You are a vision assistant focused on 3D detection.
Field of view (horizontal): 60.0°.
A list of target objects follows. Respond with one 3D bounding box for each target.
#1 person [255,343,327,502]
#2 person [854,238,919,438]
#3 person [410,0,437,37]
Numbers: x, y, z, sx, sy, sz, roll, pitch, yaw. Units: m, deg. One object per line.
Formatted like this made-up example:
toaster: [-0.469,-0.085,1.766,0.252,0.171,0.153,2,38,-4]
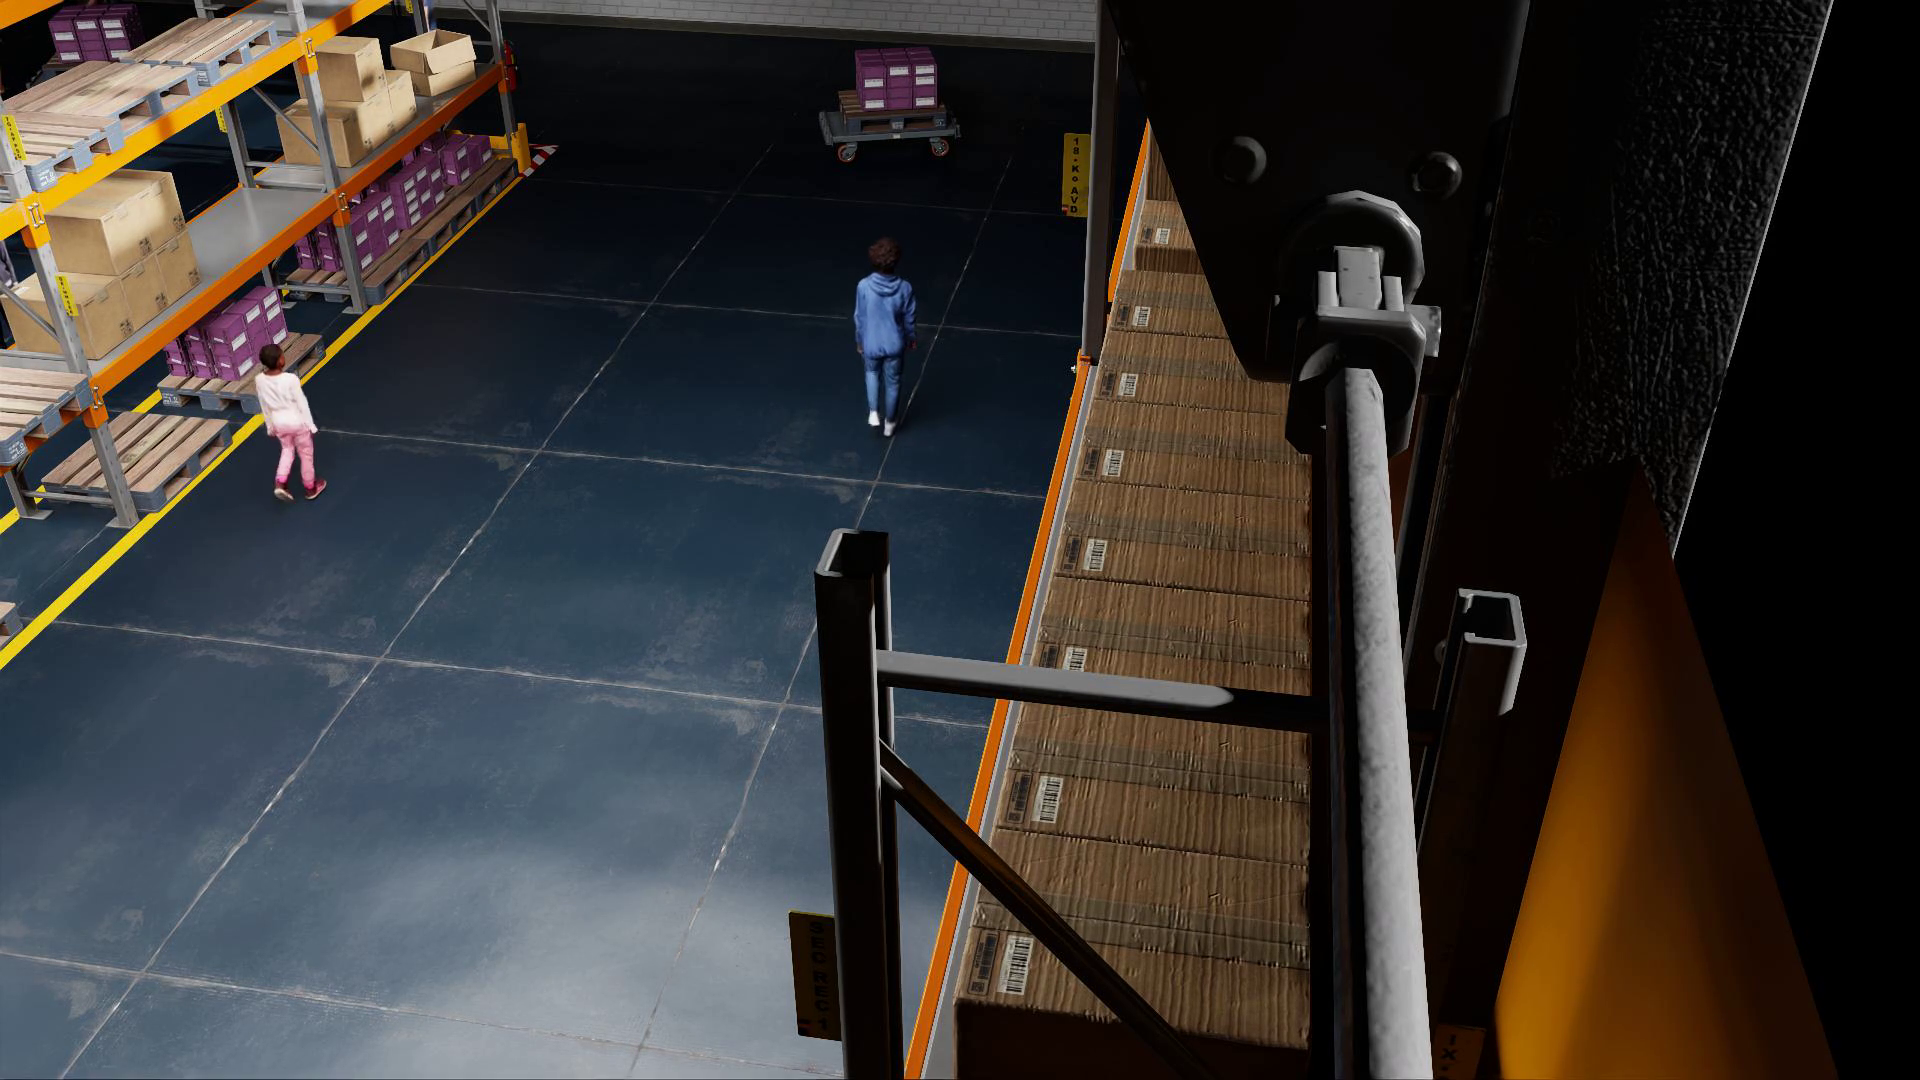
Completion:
person: [-5.427,-0.921,13.398,0.546,1.432,0.740,6,34,9]
person: [-0.656,-1.682,14.210,0.703,1.801,0.611,3,34,4]
person: [-6.952,-6.657,21.637,0.810,1.865,0.706,-15,36,-21]
